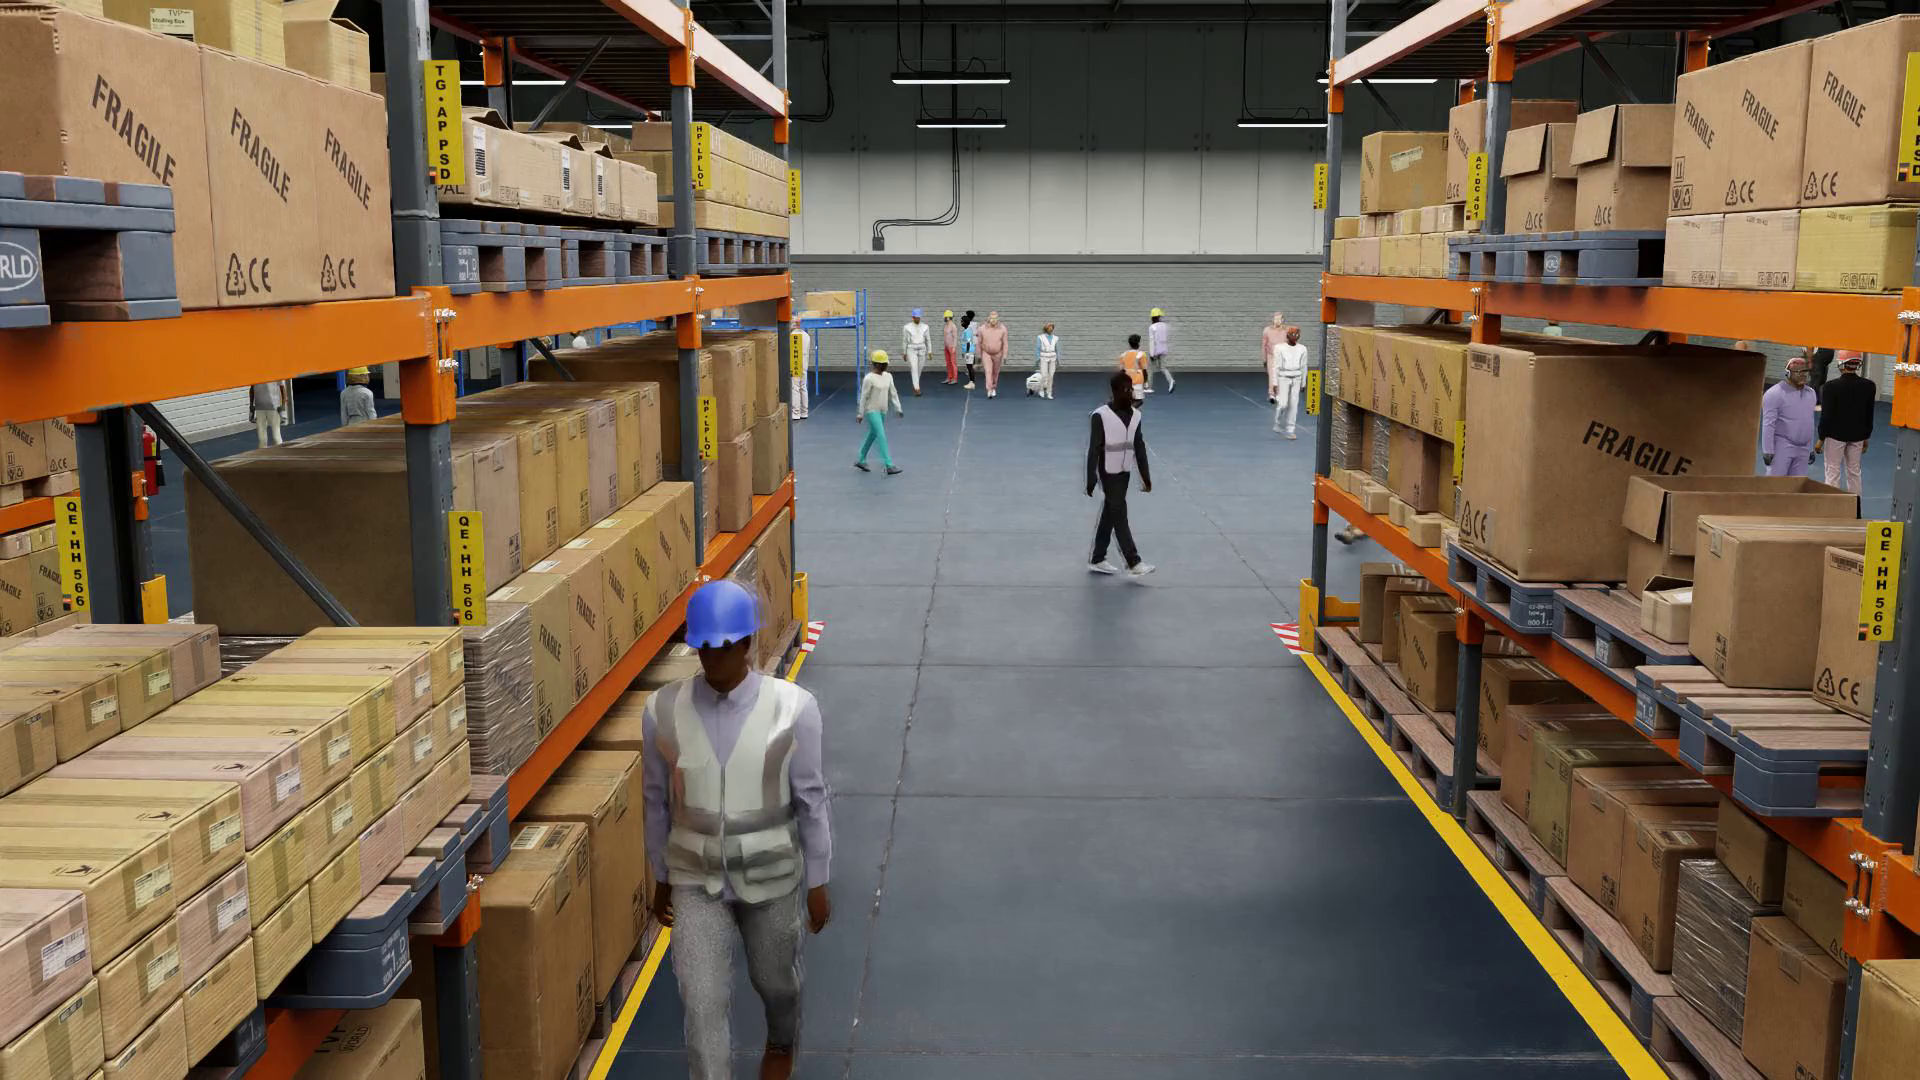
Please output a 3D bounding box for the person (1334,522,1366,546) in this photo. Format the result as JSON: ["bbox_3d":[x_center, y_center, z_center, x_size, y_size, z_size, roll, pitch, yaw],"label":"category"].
[{"bbox_3d":[4.091,-0.958,17.258,0.639,1.985,1.055,7,12,36],"label":"person"}]

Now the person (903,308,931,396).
[{"bbox_3d":[-0.965,-4.156,36.651,0.606,1.908,0.979,-3,10,-18],"label":"person"}]

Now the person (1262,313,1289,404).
[{"bbox_3d":[6.585,-3.759,34.411,0.656,1.853,0.991,1,10,6],"label":"person"}]

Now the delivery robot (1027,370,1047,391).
[{"bbox_3d":[1.706,-3.473,36.437,0.477,0.478,0.707,3,10,18],"label":"delivery robot"}]

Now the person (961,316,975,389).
[{"bbox_3d":[0.181,-4.327,38.364,0.342,1.686,0.544,-1,9,-3],"label":"person"}]

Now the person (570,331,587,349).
[{"bbox_3d":[-7.058,-3.151,30.906,0.997,1.823,0.522,2,10,14],"label":"person"}]

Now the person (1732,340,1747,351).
[{"bbox_3d":[13.168,-2.573,28.110,0.505,1.602,0.849,2,10,14],"label":"person"}]

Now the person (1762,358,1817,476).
[{"bbox_3d":[8.742,-0.962,17.505,0.651,1.907,0.409,-3,10,-18],"label":"person"}]

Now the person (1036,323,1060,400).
[{"bbox_3d":[1.877,-3.798,35.316,0.543,1.623,0.368,-4,10,-24],"label":"person"}]

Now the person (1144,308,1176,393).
[{"bbox_3d":[4.423,-4.199,36.929,0.593,1.901,0.817,-7,12,-36],"label":"person"}]

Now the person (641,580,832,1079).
[{"bbox_3d":[-0.719,1.051,5.435,0.615,1.917,0.897,0,9,2],"label":"person"}]

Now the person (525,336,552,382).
[{"bbox_3d":[-5.579,-1.807,22.473,0.635,1.937,0.352,2,10,11],"label":"person"}]

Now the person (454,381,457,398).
[{"bbox_3d":[-5.629,-0.975,18.379,0.309,1.641,0.513,-2,10,-10],"label":"person"}]

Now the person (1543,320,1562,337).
[{"bbox_3d":[14.219,-4.567,39.911,0.286,1.636,0.497,-8,12,-40],"label":"person"}]

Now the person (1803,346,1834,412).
[{"bbox_3d":[16.822,-3.551,32.744,0.689,2.000,0.706,-8,12,-40],"label":"person"}]

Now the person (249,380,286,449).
[{"bbox_3d":[-9.283,-1.740,22.275,0.517,1.874,0.328,1,10,4],"label":"person"}]

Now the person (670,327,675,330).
[{"bbox_3d":[-5.229,-3.067,30.381,0.777,1.822,0.633,2,10,14],"label":"person"}]

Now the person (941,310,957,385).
[{"bbox_3d":[-0.257,-4.611,39.787,0.325,1.767,0.533,-5,11,-29],"label":"person"}]

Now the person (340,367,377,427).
[{"bbox_3d":[-7.065,-1.235,19.628,0.483,1.745,0.306,4,10,23],"label":"person"}]

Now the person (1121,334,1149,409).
[{"bbox_3d":[2.956,-2.721,28.712,0.620,1.678,0.536,-8,13,-41],"label":"person"}]

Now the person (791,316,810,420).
[{"bbox_3d":[-3.041,-3.180,30.792,0.408,1.906,0.653,5,11,27],"label":"person"}]

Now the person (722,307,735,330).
[{"bbox_3d":[-5.639,-4.714,40.050,1.004,1.879,0.567,0,9,-2],"label":"person"}]

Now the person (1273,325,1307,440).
[{"bbox_3d":[5.432,-2.600,27.420,0.597,1.870,0.481,-1,10,-8],"label":"person"}]

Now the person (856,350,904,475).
[{"bbox_3d":[-1.146,-1.767,22.942,0.965,1.707,0.527,7,12,36],"label":"person"}]

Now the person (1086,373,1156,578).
[{"bbox_3d":[1.545,-0.590,15.348,0.624,1.876,0.938,-9,13,-43],"label":"person"}]

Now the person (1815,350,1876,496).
[{"bbox_3d":[9.709,-1.134,18.275,0.618,1.994,0.380,-1,10,-6],"label":"person"}]

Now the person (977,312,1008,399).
[{"bbox_3d":[0.699,-3.995,35.867,0.649,1.851,1.056,-1,10,-4],"label":"person"}]

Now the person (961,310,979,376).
[{"bbox_3d":[0.285,-5.049,42.657,0.539,1.684,0.419,-9,13,-42],"label":"person"}]
